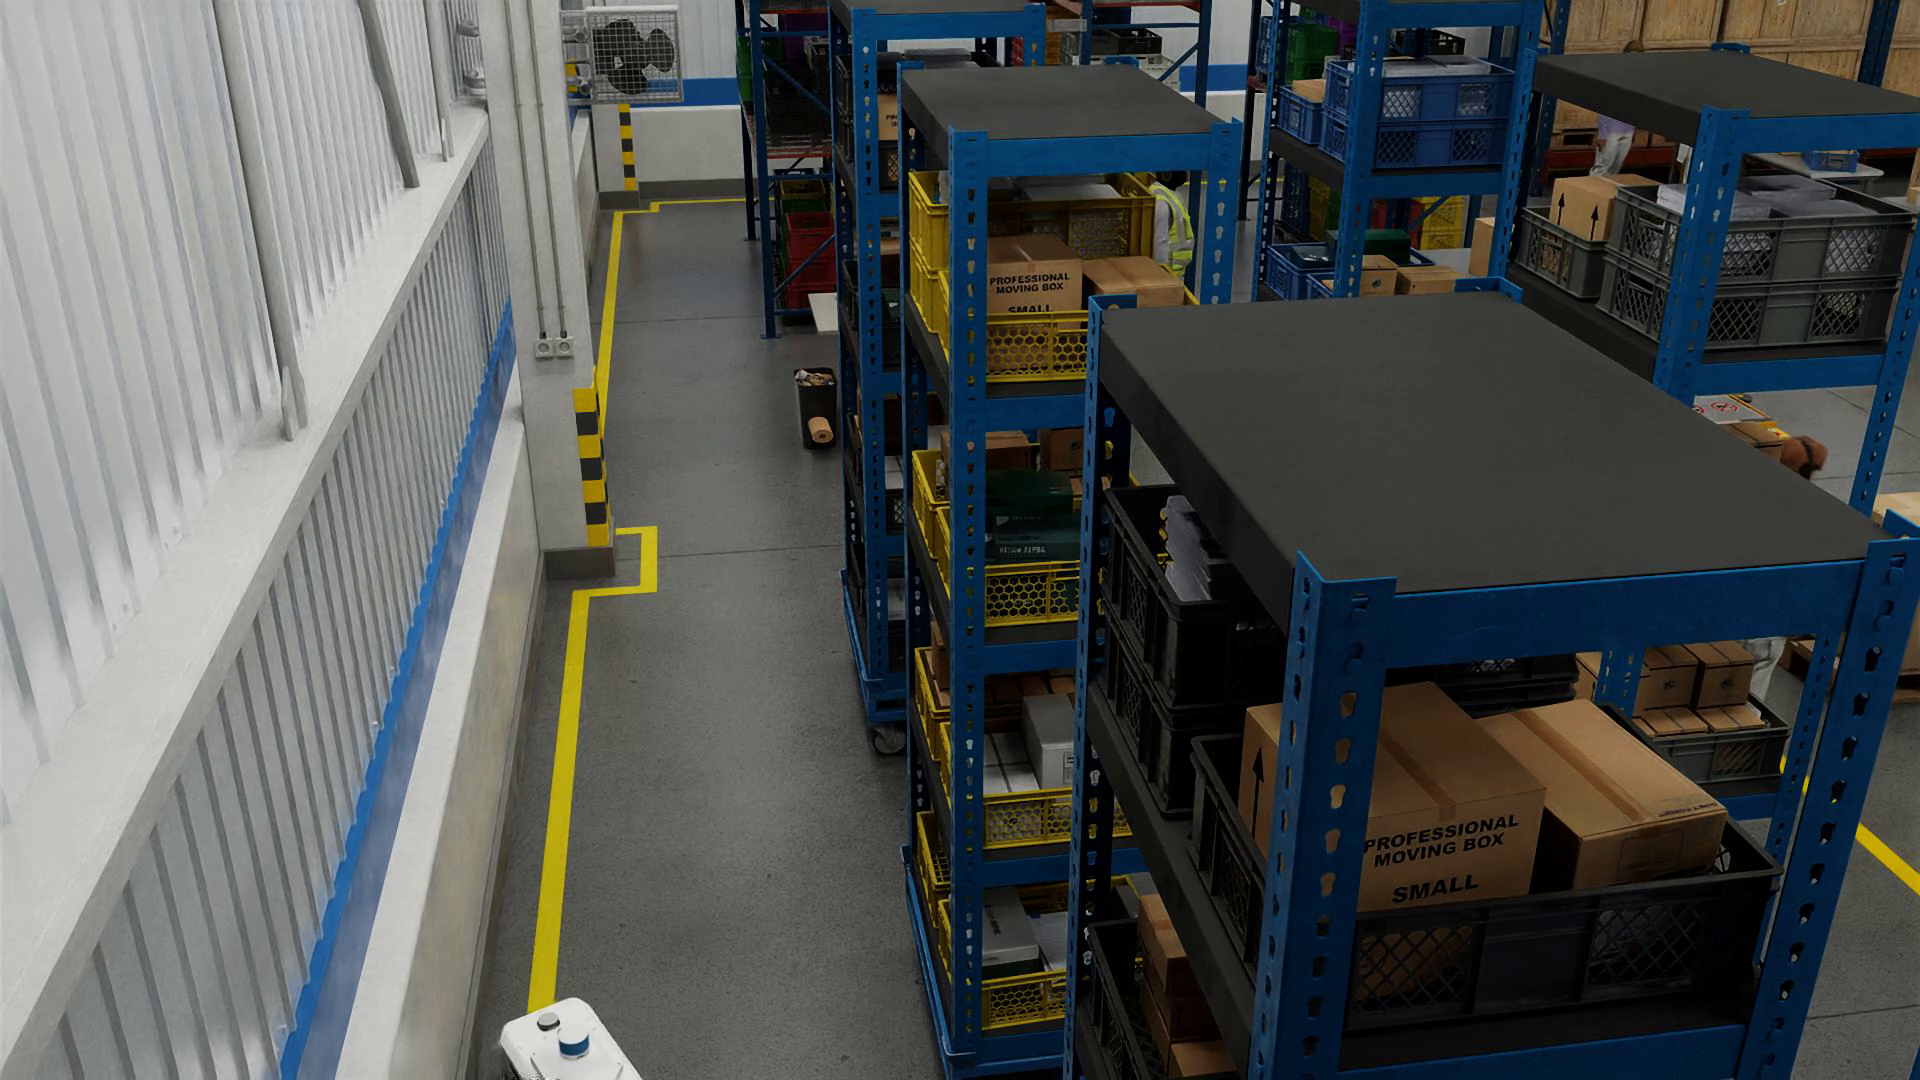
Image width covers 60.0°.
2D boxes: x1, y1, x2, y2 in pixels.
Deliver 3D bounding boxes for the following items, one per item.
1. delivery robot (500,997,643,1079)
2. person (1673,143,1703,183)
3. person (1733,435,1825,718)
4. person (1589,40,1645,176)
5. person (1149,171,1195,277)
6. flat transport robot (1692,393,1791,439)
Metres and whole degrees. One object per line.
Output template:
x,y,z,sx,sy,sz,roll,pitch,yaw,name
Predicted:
-1.309,1.885,5.723,0.477,0.478,0.707,-16,29,-31,delivery robot
7.504,-3.872,16.773,0.572,1.878,0.356,-3,25,-6,person
3.879,0.272,8.058,0.313,1.632,0.518,-6,25,-13,person
6.997,-4.337,17.719,0.629,1.934,0.376,-17,30,-33,person
1.607,-2.123,13.014,0.429,1.843,0.633,4,25,8,person
5.224,-0.859,12.132,1.431,0.197,0.652,-4,25,-8,flat transport robot
